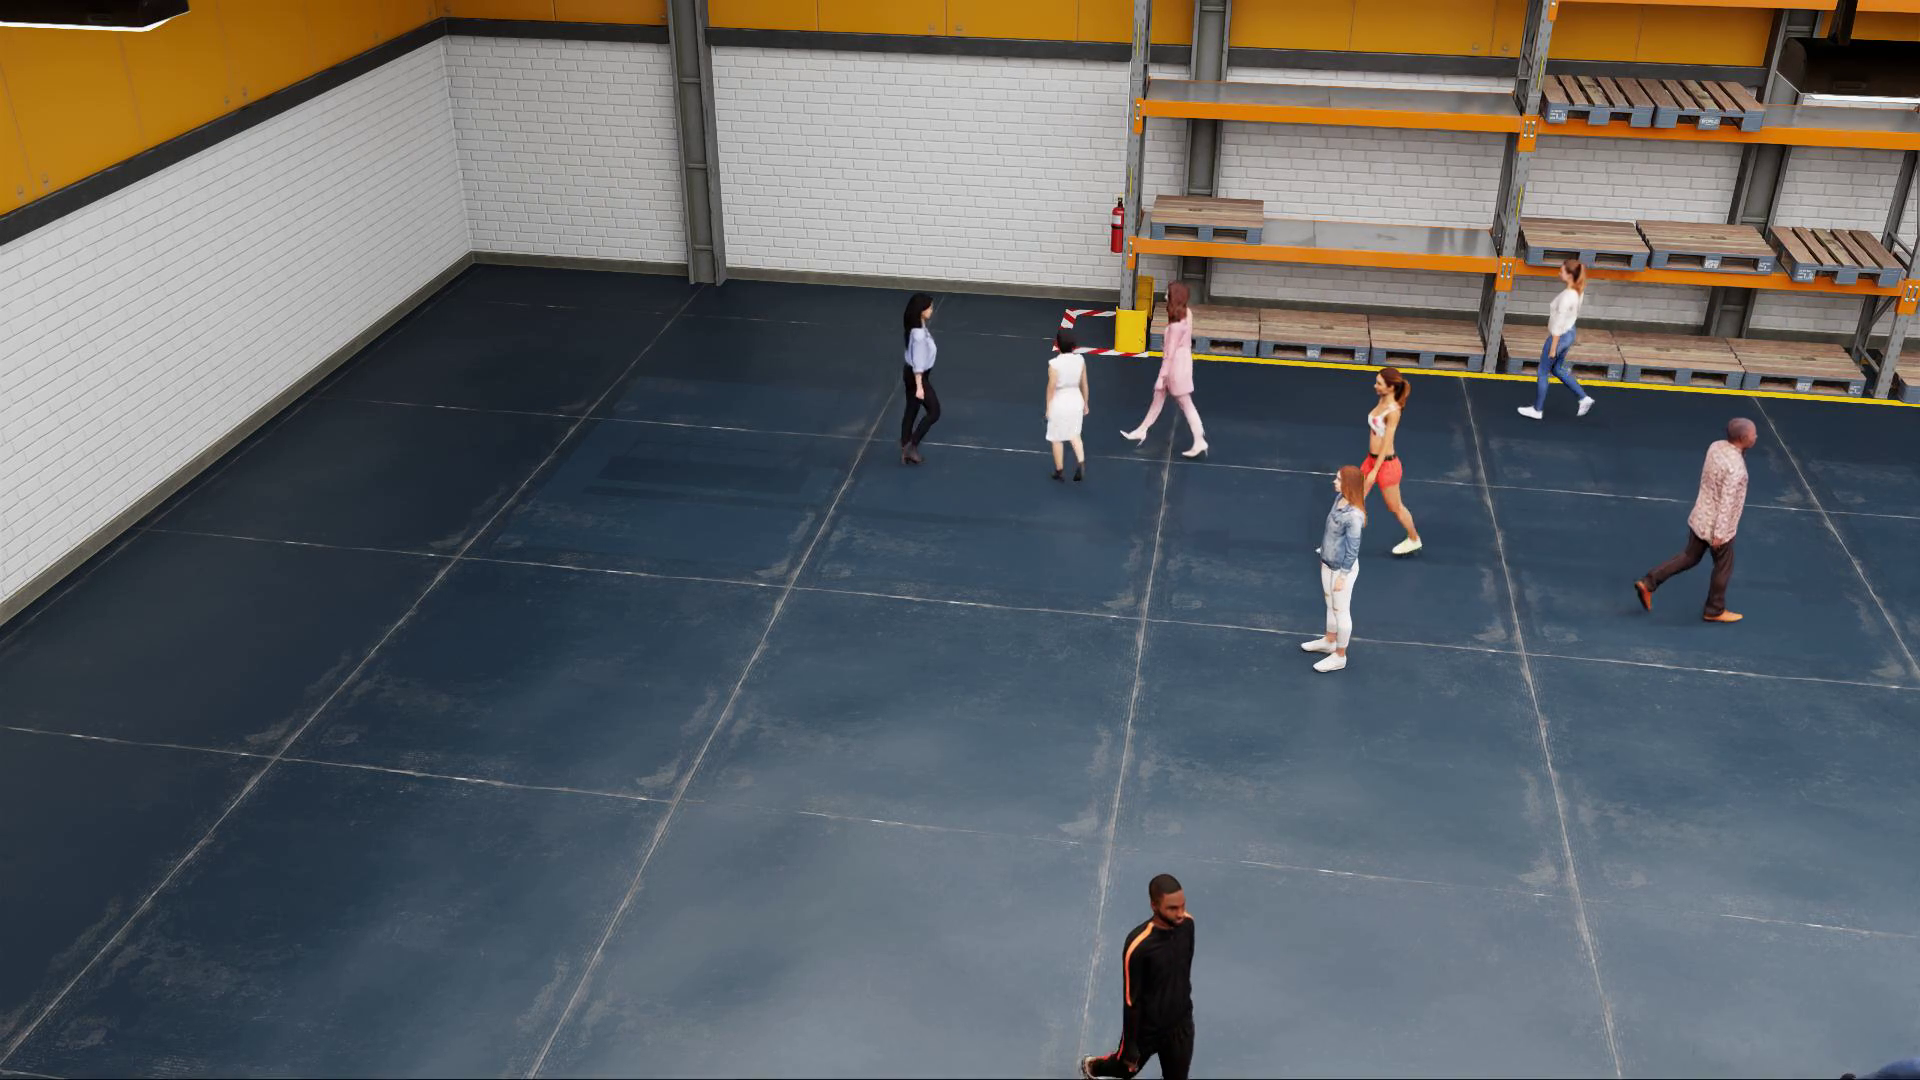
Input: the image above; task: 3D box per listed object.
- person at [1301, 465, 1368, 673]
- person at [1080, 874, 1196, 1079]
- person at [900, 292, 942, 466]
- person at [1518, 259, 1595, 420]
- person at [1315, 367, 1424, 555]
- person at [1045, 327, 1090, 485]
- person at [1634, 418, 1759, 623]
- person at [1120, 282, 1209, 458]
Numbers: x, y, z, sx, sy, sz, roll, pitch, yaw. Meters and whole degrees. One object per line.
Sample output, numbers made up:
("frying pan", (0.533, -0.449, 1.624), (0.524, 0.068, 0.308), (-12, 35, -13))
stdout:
("person", (2.909, 0.197, 12.678), (0.624, 1.702, 0.668), (-3, 29, -6))
("person", (0.934, 2.420, 8.525), (1.169, 1.777, 1.195), (-17, 33, -28))
("person", (-0.497, -1.497, 15.750), (0.751, 1.733, 0.769), (-5, 29, -9))
("person", (6.086, -1.976, 16.656), (1.042, 1.707, 0.883), (20, 35, 32))
("person", (3.667, -0.600, 14.097), (1.228, 1.743, 0.818), (-3, 29, -6))
("person", (1.016, -1.190, 15.391), (0.792, 1.538, 0.832), (-15, 32, -25))
("person", (5.913, -0.149, 13.234), (1.152, 1.778, 0.825), (0, 29, -1))
("person", (2.170, -1.576, 15.869), (1.126, 1.758, 0.706), (8, 30, 14))
